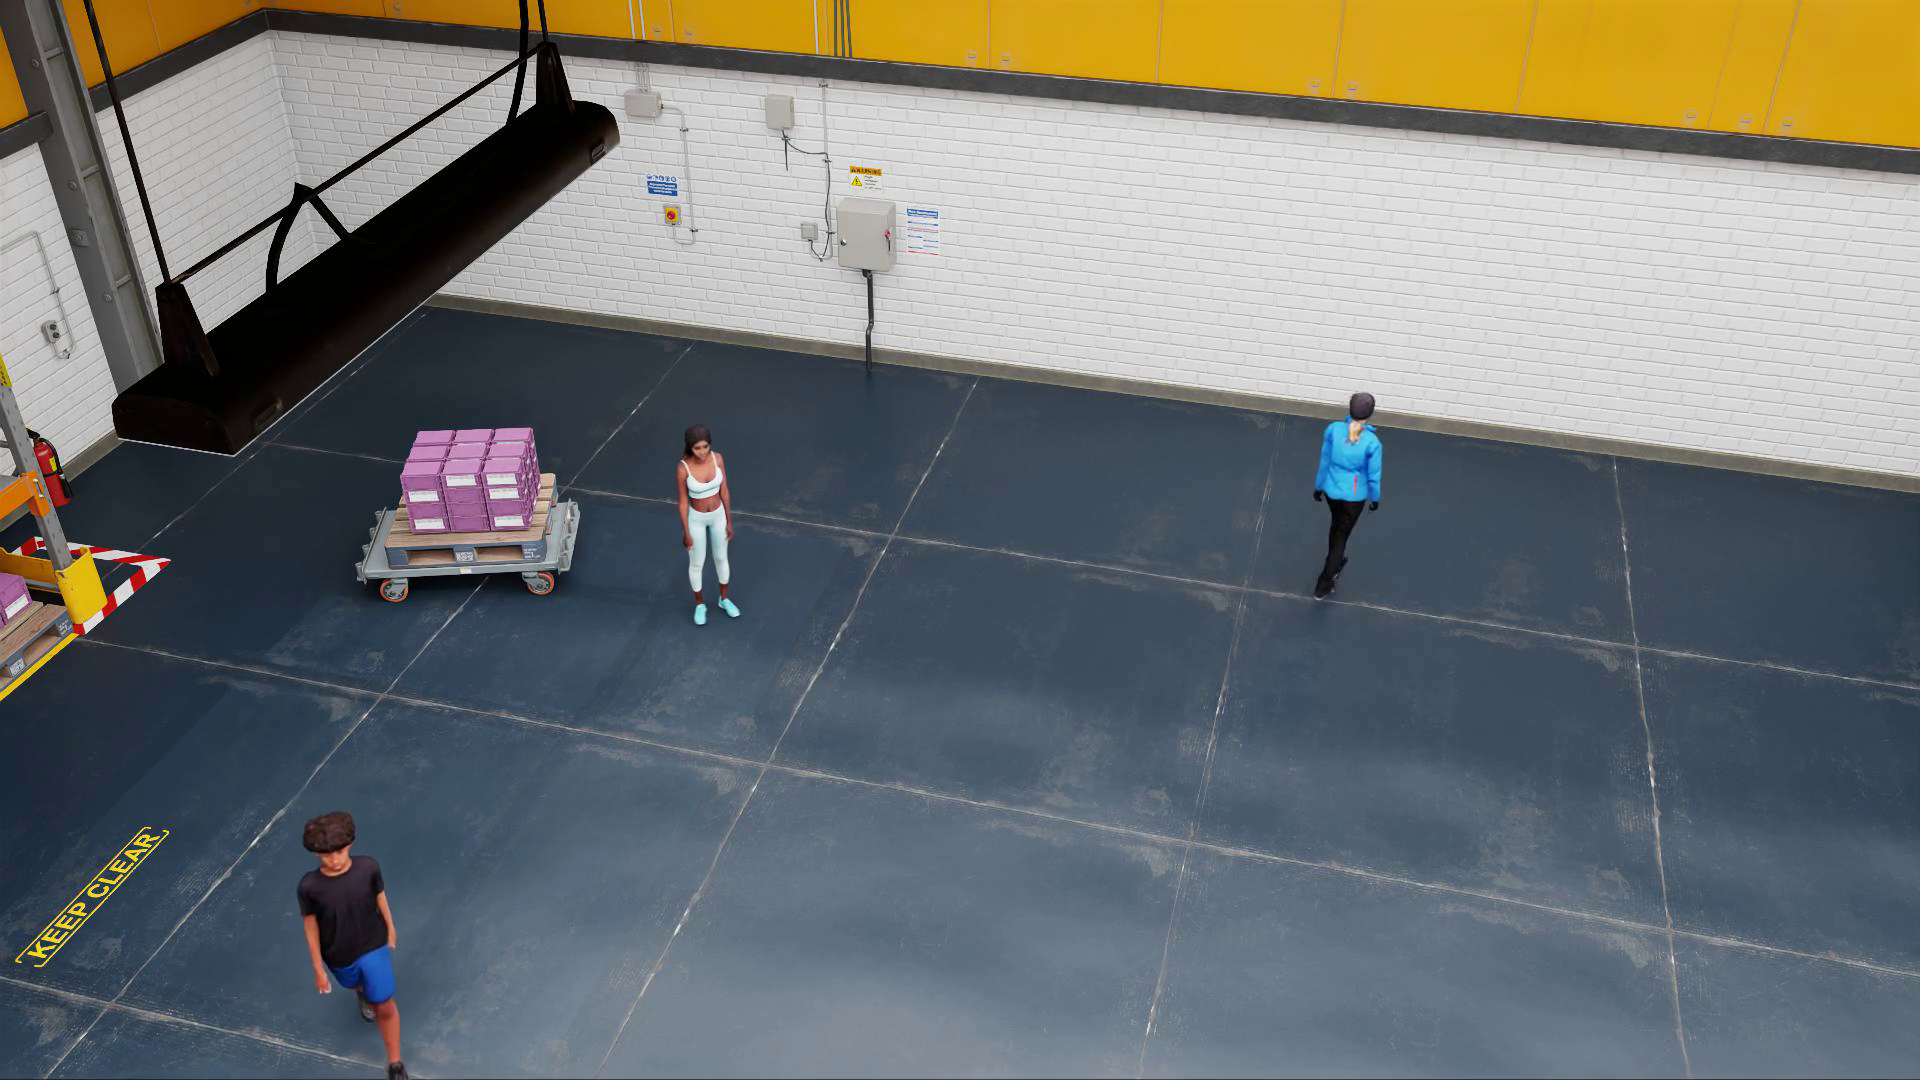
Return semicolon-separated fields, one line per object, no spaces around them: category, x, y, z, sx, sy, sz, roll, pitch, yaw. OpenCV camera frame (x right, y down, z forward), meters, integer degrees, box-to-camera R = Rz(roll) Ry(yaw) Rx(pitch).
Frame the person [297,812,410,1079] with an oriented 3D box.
person;-3.343;2.159;9.117;1.079;1.761;1.227;-13;36;-19

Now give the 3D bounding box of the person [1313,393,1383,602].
person;2.916;-0.296;12.799;0.830;1.773;0.945;25;41;32

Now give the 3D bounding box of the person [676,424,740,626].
person;-1.924;-0.132;12.596;0.641;1.724;0.698;-16;37;-23
